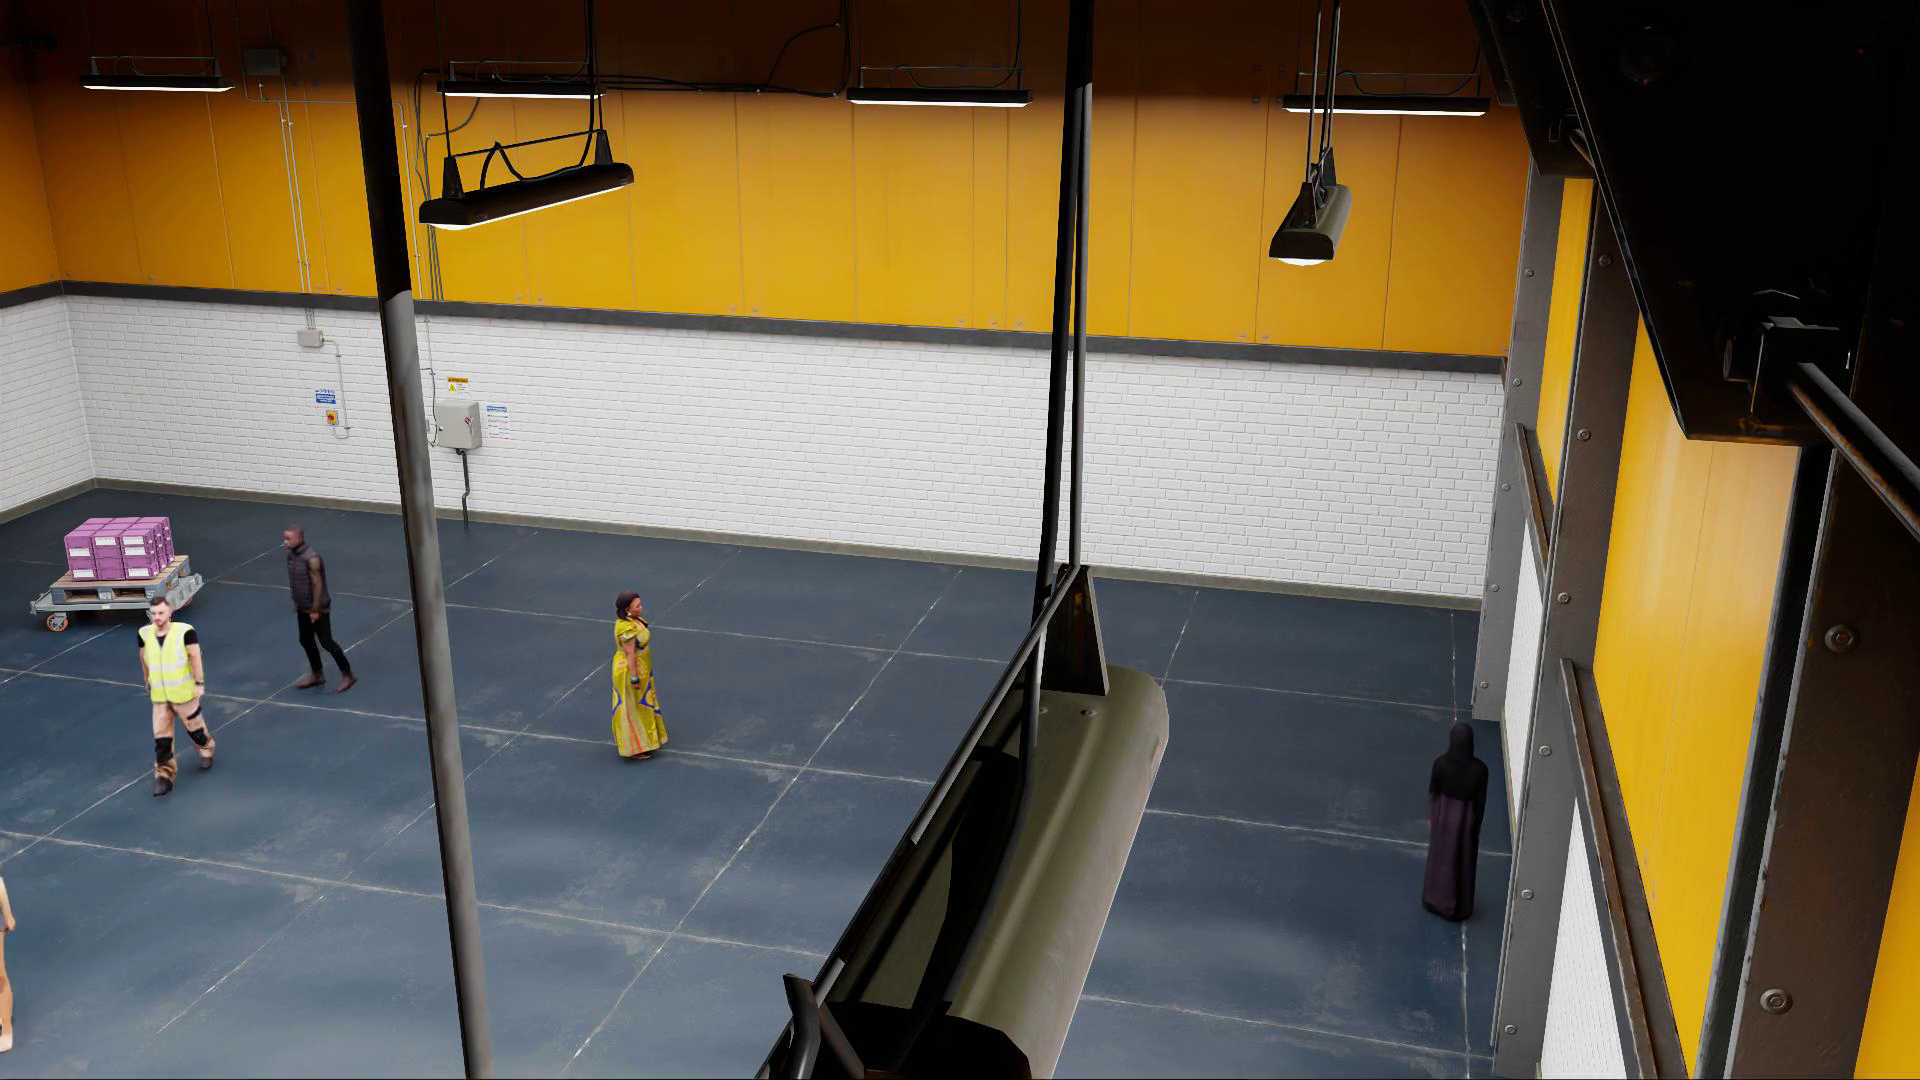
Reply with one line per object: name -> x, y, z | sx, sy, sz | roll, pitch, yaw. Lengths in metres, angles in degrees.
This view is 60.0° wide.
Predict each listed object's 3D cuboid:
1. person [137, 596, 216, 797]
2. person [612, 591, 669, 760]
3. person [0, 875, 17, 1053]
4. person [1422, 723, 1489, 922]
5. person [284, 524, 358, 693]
person -> -7.216, 1.364, 15.344 | 0.979, 1.809, 1.216 | -2, 19, -7
person -> -3.129, 1.260, 15.885 | 1.042, 1.660, 0.911 | -4, 19, -11
person -> -6.894, 2.654, 11.668 | 0.863, 1.710, 1.002 | -5, 19, -15
person -> 3.912, 2.207, 13.152 | 0.658, 1.611, 0.676 | 9, 20, 24
person -> -6.738, 0.695, 17.299 | 0.916, 1.828, 0.869 | 14, 23, 36
